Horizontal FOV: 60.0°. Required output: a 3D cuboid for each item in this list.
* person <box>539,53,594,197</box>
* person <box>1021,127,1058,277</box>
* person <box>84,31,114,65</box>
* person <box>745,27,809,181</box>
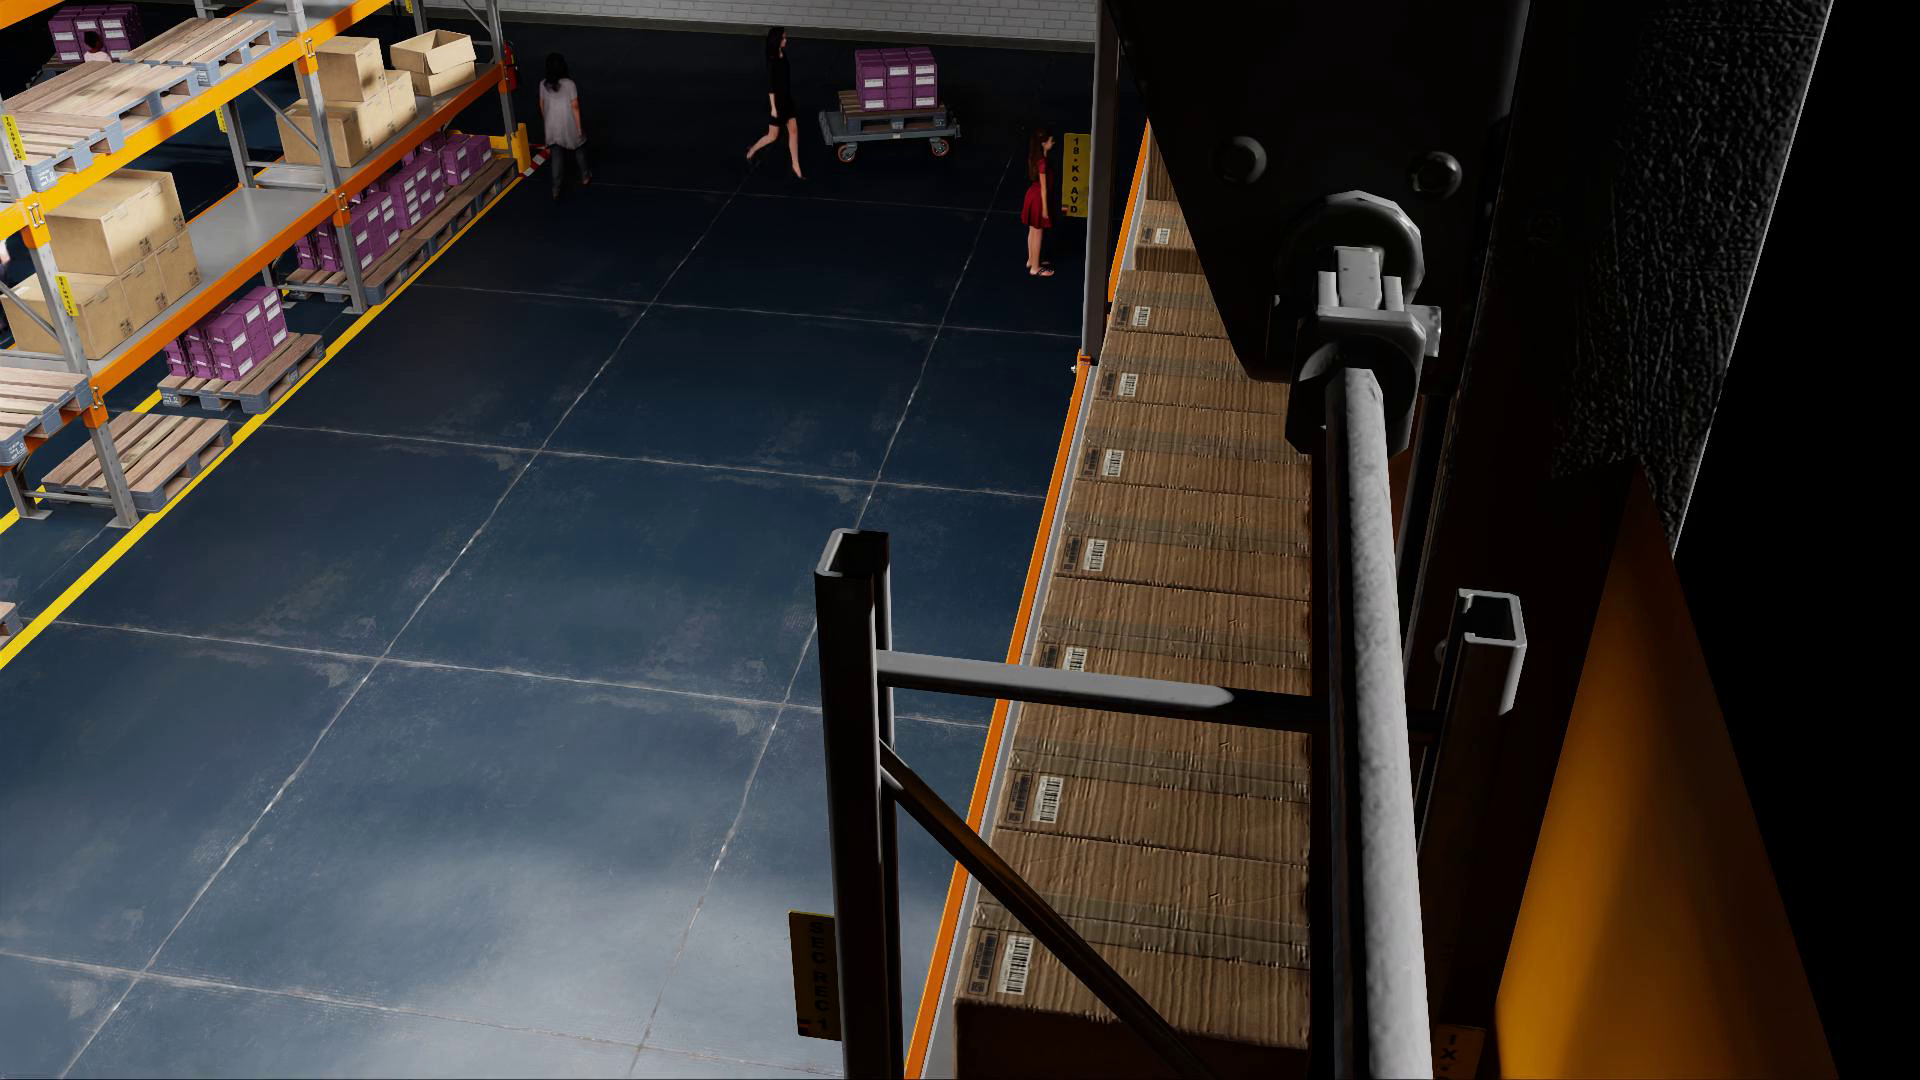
[{"bbox_3d":[-4.551,-4.675,18.928,0.680,1.563,1.041,3,34,5],"label":"person"},{"bbox_3d":[0.819,-3.513,17.189,0.682,1.553,0.622,-4,34,-6],"label":"person"},{"bbox_3d":[-10.399,-5.510,20.295,0.552,1.441,0.504,7,34,10],"label":"person"},{"bbox_3d":[-2.162,-5.030,19.267,0.835,1.780,1.033,13,36,19],"label":"person"}]
